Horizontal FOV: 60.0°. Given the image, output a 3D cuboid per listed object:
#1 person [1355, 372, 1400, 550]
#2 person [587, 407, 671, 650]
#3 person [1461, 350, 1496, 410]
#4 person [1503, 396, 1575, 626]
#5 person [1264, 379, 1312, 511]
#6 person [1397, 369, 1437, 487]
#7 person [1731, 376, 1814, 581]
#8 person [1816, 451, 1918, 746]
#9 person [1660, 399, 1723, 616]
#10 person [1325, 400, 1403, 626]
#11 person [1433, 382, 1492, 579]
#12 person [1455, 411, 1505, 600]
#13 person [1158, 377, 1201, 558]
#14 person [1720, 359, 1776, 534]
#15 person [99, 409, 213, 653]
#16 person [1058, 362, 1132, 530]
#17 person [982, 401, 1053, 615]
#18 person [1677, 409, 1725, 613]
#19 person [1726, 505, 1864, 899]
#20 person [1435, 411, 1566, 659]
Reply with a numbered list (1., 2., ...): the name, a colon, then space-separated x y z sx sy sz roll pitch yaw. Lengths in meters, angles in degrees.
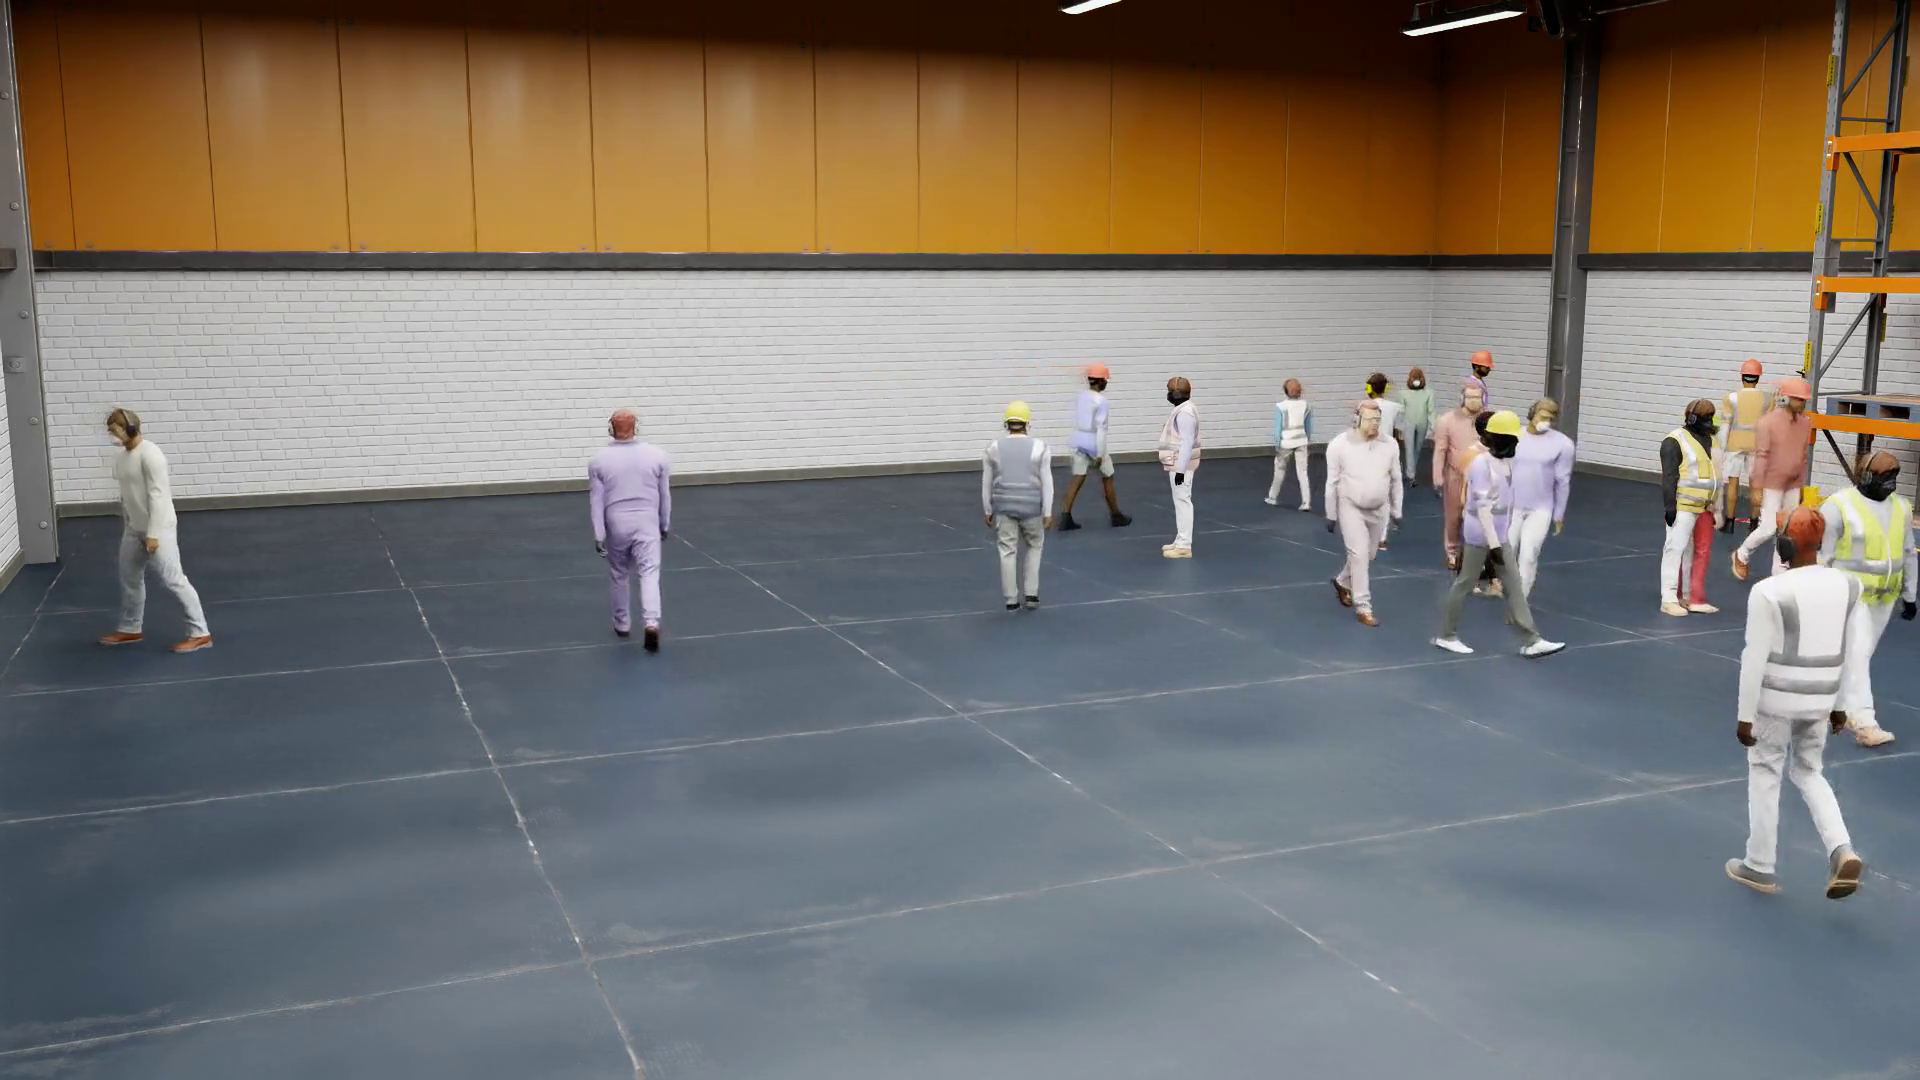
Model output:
1. person: 4.382 -0.841 17.558 0.541 1.842 0.761 -1 9 -4
2. person: -2.564 -0.098 12.974 0.634 1.871 0.969 -2 10 -13
3. person: 6.415 -1.394 20.661 0.400 1.925 0.548 5 11 30
4. person: 4.745 -0.256 13.804 0.645 1.904 0.631 5 11 30
5. person: 4.033 -1.160 20.231 0.530 1.592 0.842 -2 10 -13
6. person: 6.155 -1.520 22.463 0.501 1.576 0.900 1 9 3
7. person: 7.425 -0.512 15.136 0.617 1.973 0.589 -3 10 -17
8. person: 5.702 0.365 10.321 0.658 1.810 0.816 -2 10 -12
9. person: 6.232 -0.280 14.143 0.627 1.843 0.429 -5 10 -26
10. person: 3.376 -0.268 14.030 0.652 1.871 0.941 -2 10 -12
11. person: 4.856 -0.575 15.902 0.656 1.851 0.968 2 10 13
12. person: 4.752 -0.304 14.814 0.739 1.671 0.539 6 11 34
13. person: 2.229 -0.740 16.935 0.429 1.839 0.634 1 9 7
14. person: 8.680 -1.029 18.389 0.552 1.935 0.370 3 10 16
15. person: -6.299 -0.078 12.836 0.796 1.888 0.571 8 12 39
16. person: 1.508 -1.049 18.686 0.959 1.895 0.555 -8 12 -40
17. person: 0.508 -0.287 14.246 0.620 1.815 0.610 2 10 10
18. person: 6.326 -0.252 14.248 0.366 1.758 0.539 -4 10 -21
19. person: 3.884 0.768 7.689 0.600 1.870 0.640 -2 10 -12
20. person: 4.060 -0.026 12.504 0.591 1.876 0.982 -9 13 -43
